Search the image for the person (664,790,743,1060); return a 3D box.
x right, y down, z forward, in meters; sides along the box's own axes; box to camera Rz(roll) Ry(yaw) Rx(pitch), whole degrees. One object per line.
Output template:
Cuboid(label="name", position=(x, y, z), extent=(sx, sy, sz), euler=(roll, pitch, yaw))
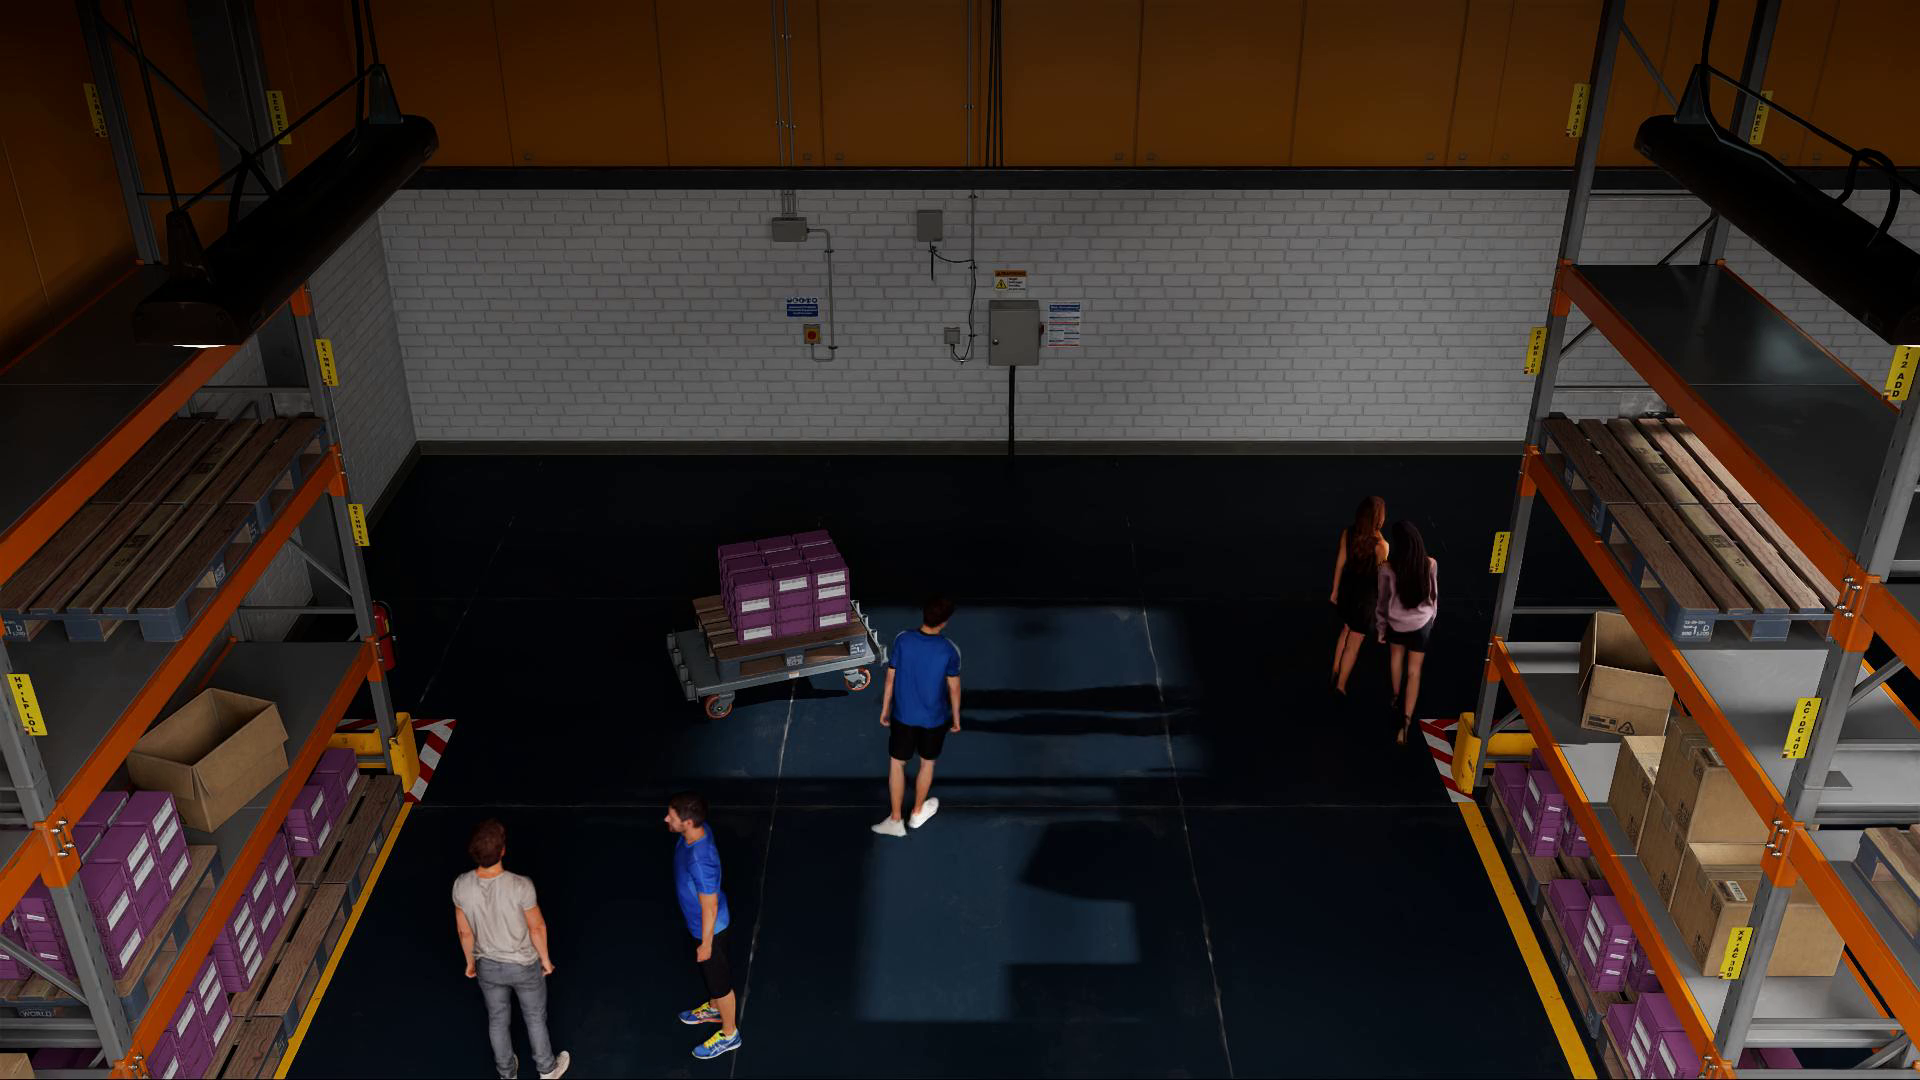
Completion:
Cuboid(label="person", position=(-1.496, 2.234, 9.798), extent=(0.738, 1.868, 0.607), euler=(-9, 30, -16))

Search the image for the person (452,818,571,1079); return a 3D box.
Cuboid(label="person", position=(-2.583, 2.389, 9.483), extent=(0.657, 1.898, 0.554), euler=(1, 29, 1))

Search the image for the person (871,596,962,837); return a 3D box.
Cuboid(label="person", position=(-0.304, 1.243, 11.654), extent=(0.836, 1.830, 0.878), euler=(-1, 29, -2))

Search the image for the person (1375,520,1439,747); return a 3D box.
Cuboid(label="person", position=(3.413, 0.739, 12.646), extent=(0.772, 1.764, 1.125), euler=(7, 29, 13))

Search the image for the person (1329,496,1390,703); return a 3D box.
Cuboid(label="person", position=(3.050, 0.520, 12.985), extent=(0.765, 1.825, 0.699), euler=(-23, 36, -36))
